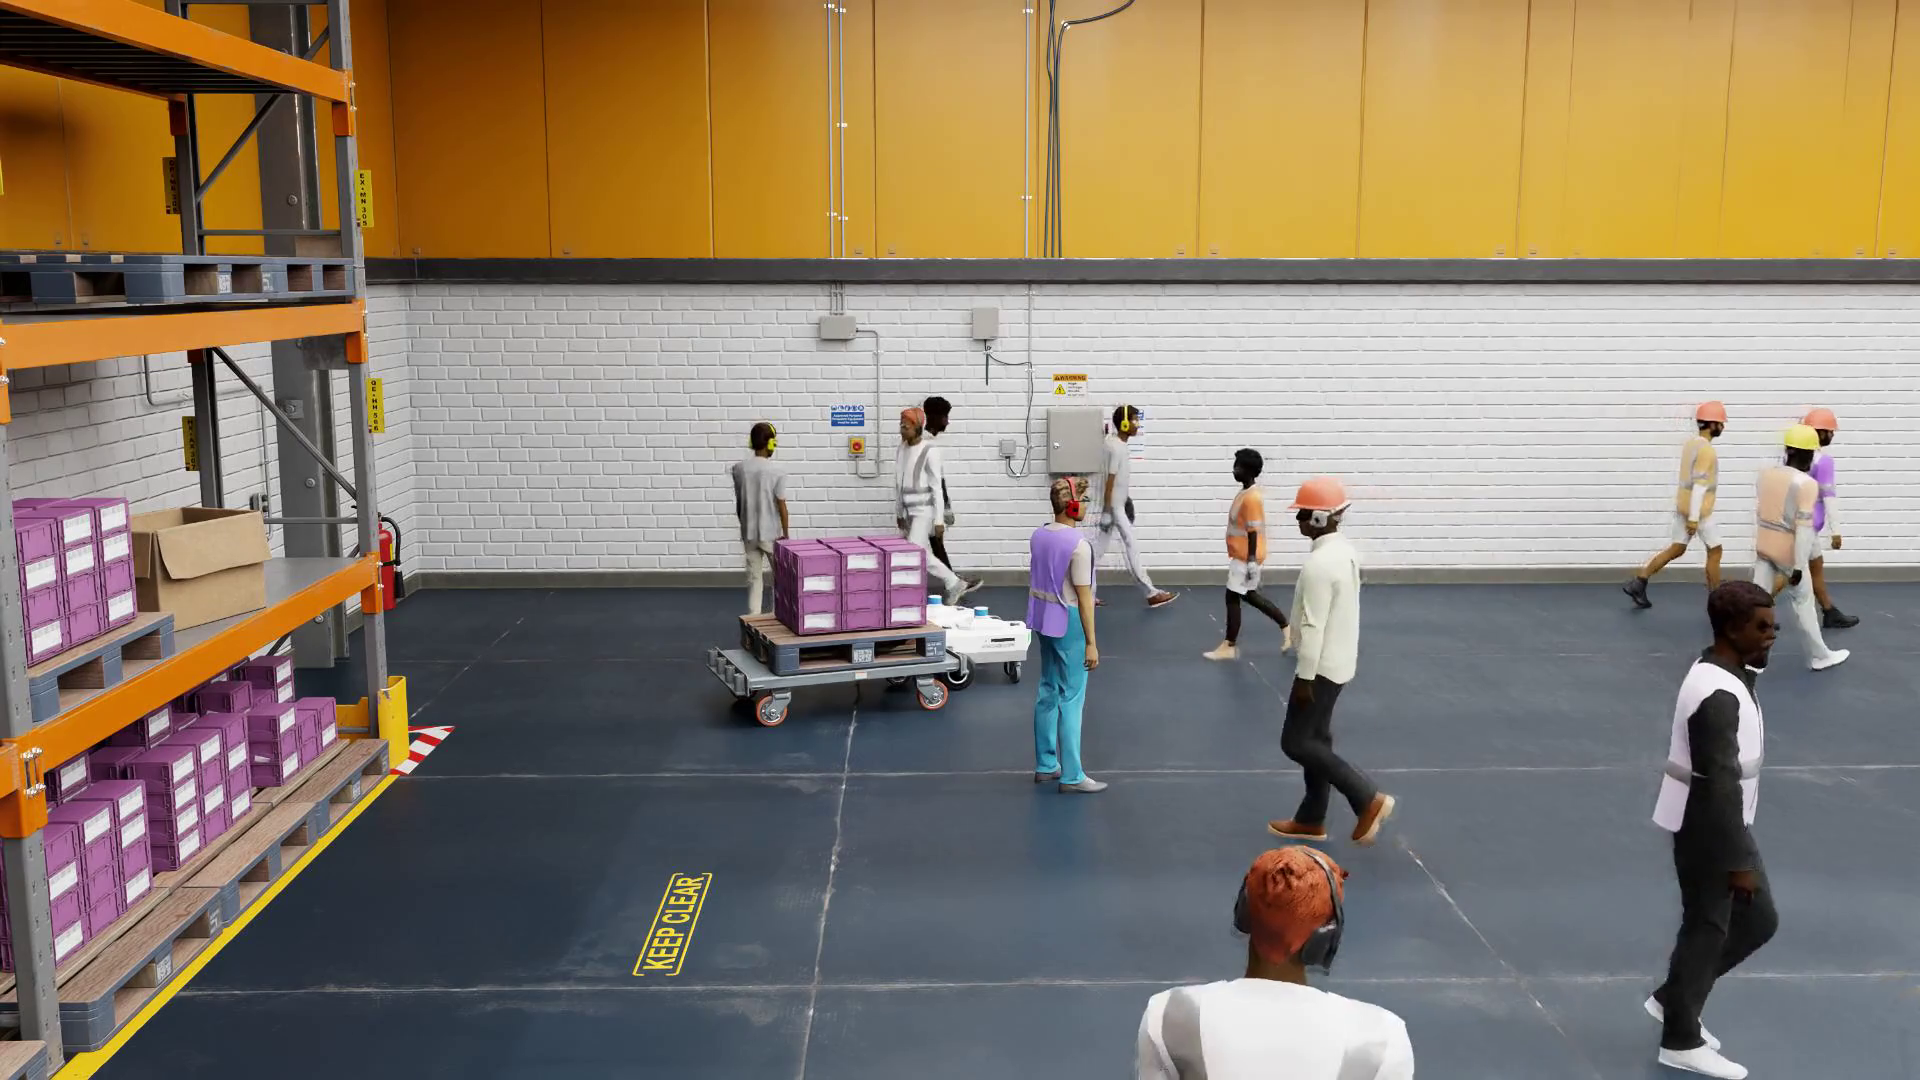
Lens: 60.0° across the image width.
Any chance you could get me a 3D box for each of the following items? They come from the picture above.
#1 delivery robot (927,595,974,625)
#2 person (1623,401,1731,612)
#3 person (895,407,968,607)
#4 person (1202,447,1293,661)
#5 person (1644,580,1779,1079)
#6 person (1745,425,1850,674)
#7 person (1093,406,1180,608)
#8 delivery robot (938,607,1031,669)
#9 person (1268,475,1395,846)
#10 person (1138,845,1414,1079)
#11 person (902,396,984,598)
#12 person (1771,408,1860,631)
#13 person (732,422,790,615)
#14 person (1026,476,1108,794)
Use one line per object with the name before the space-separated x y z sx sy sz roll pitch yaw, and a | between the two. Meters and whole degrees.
delivery robot | -0.192 0.663 12.617 0.707 0.478 0.477 -9 13 -43
person | 6.419 -0.291 14.686 0.954 1.899 0.552 1 9 5
person | -0.304 -0.237 14.476 0.854 1.861 0.597 -6 11 -32
person | 2.287 0.116 12.836 0.726 1.676 0.538 1 9 6
person | 2.829 1.088 6.186 0.455 1.901 0.594 6 11 31
person | 6.206 0.081 12.415 0.966 1.876 0.613 -3 10 -17
person | 1.474 -0.286 14.853 0.968 1.816 0.549 0 9 2
delivery robot | 0.155 0.732 12.192 0.707 0.478 0.477 -2 9 -13
person | 1.943 0.651 8.623 0.601 1.981 0.626 5 10 27
person | 0.628 1.567 3.444 0.613 1.854 0.870 2 10 14
person | -0.299 -0.356 15.046 1.048 1.891 0.622 -2 10 -14
person | 7.070 -0.162 13.894 1.007 1.889 0.569 0 9 -2
person | -1.531 0.001 13.052 0.533 1.834 0.574 2 10 15
person | 0.597 0.550 9.649 0.389 1.846 0.566 -5 11 -29
